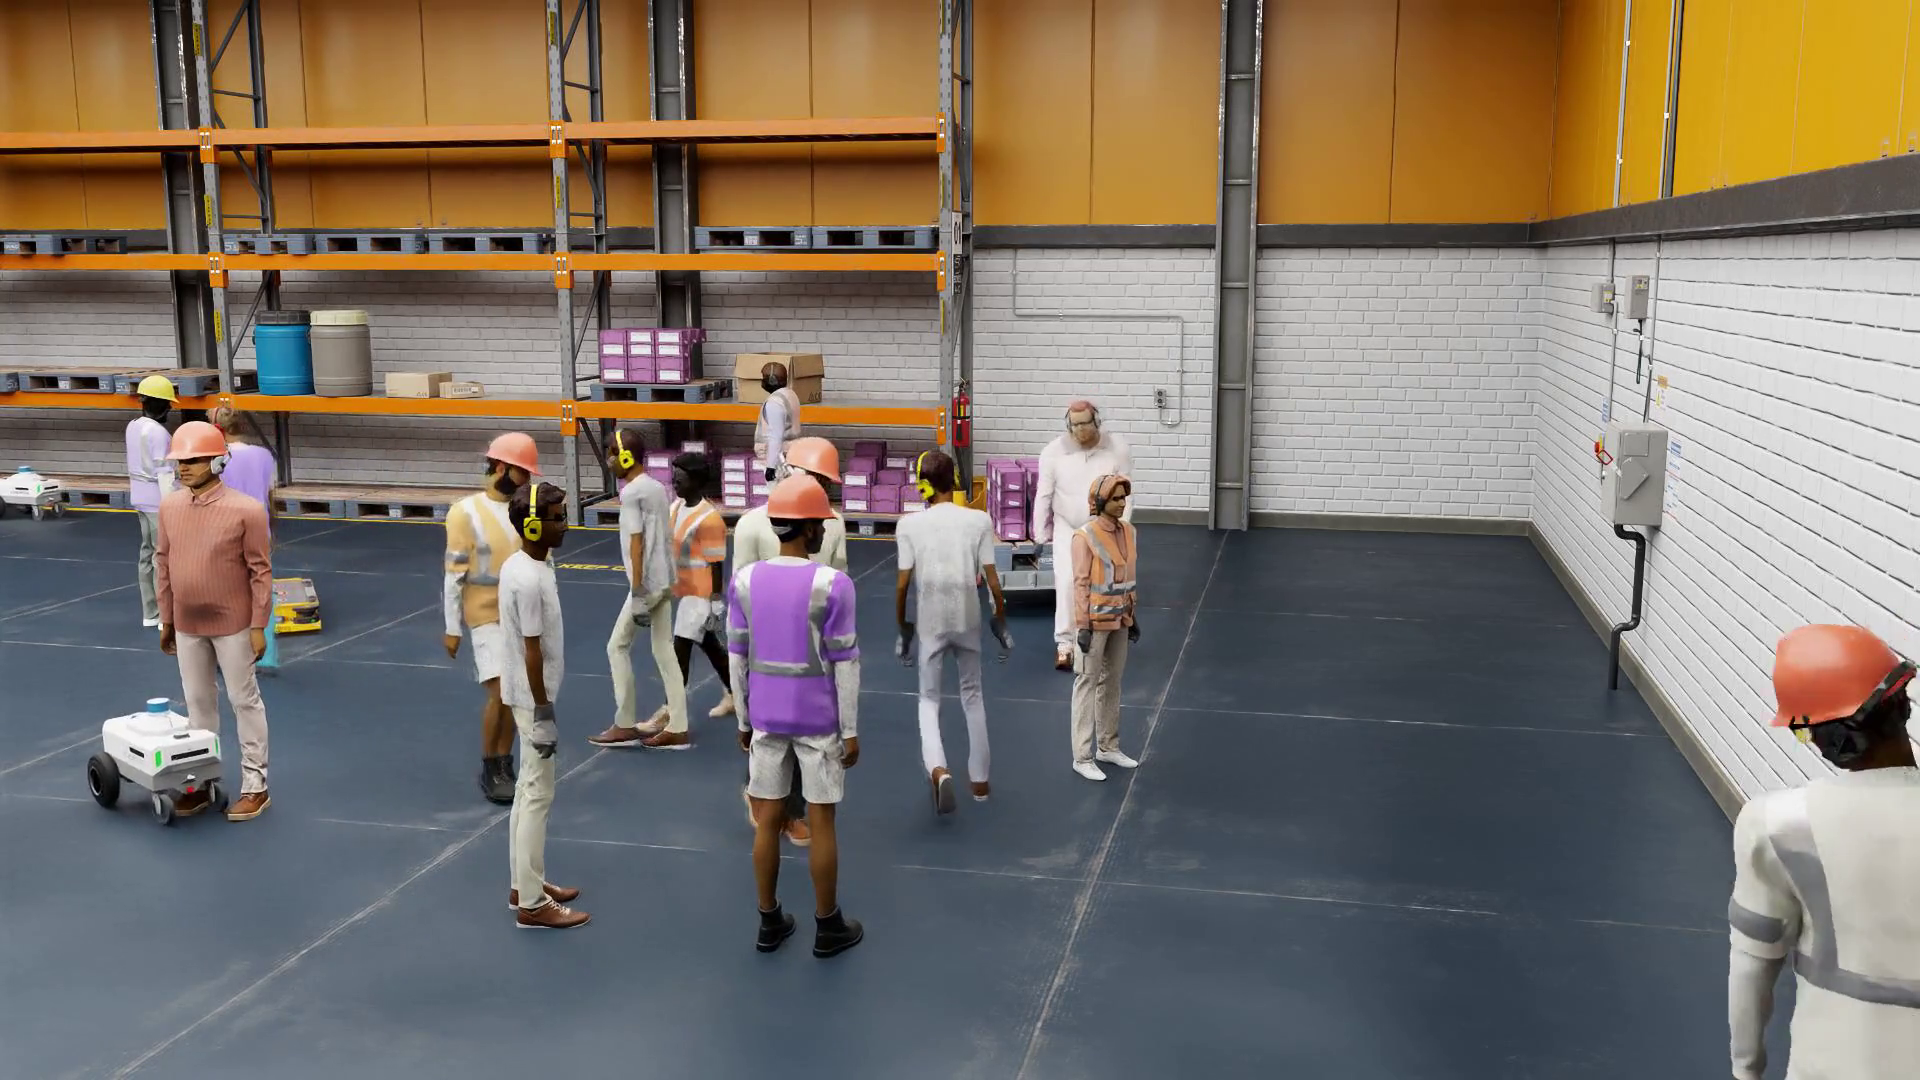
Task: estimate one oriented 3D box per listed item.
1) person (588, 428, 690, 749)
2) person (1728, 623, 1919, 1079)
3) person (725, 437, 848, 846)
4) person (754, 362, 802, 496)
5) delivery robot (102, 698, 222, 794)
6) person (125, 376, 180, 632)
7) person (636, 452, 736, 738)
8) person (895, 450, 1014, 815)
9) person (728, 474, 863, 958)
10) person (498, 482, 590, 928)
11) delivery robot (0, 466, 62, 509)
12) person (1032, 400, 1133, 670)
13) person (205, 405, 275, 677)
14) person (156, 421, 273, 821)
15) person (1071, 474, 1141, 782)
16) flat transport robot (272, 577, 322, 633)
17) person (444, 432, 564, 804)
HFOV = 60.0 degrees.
[{"bbox_3d":[-1.842,0.284,9.436,0.733,1.828,0.545,3,10,15],"label":"person"},{"bbox_3d":[2.036,1.185,3.657,0.708,1.993,0.380,5,11,27],"label":"person"},{"bbox_3d":[-0.778,0.488,7.862,0.646,1.955,0.437,-7,12,-36],"label":"person"},{"bbox_3d":[-1.687,-0.727,15.406,0.429,1.839,0.633,2,10,10],"label":"person"},{"bbox_3d":[-4.047,1.045,8.430,0.707,0.478,0.477,9,13,42],"label":"delivery robot"},{"bbox_3d":[-5.995,-0.269,12.460,0.585,1.918,0.379,9,13,42],"label":"person"},{"bbox_3d":[-1.599,0.300,9.853,0.809,1.657,0.539,-6,11,-31],"label":"person"},{"bbox_3d":[-0.011,0.467,8.360,0.627,1.843,0.672,-1,10,-6],"label":"person"},{"bbox_3d":[-0.647,0.703,6.658,0.548,1.934,0.376,3,10,19],"label":"person"},{"bbox_3d":[-1.764,0.684,6.966,0.309,1.868,0.534,-3,10,-19],"label":"person"},{"bbox_3d":[-10.032,-0.547,17.861,0.707,0.478,0.477,3,10,17],"label":"delivery robot"},{"bbox_3d":[0.849,-0.057,11.493,0.674,1.832,0.888,-1,10,-6],"label":"person"},{"bbox_3d":[-4.886,0.002,11.134,0.768,1.811,0.611,6,12,34],"label":"person"},{"bbox_3d":[-3.708,0.402,8.255,0.610,1.996,0.378,2,10,11],"label":"person"},{"bbox_3d":[0.783,0.459,8.972,0.309,1.641,0.513,8,13,40],"label":"person"},{"bbox_3d":[-5.317,0.493,12.815,0.652,0.197,1.431,-4,10,-24],"label":"flat transport robot"},{"bbox_3d":[-2.287,0.407,8.503,0.536,1.902,0.572,9,13,42],"label":"person"}]
